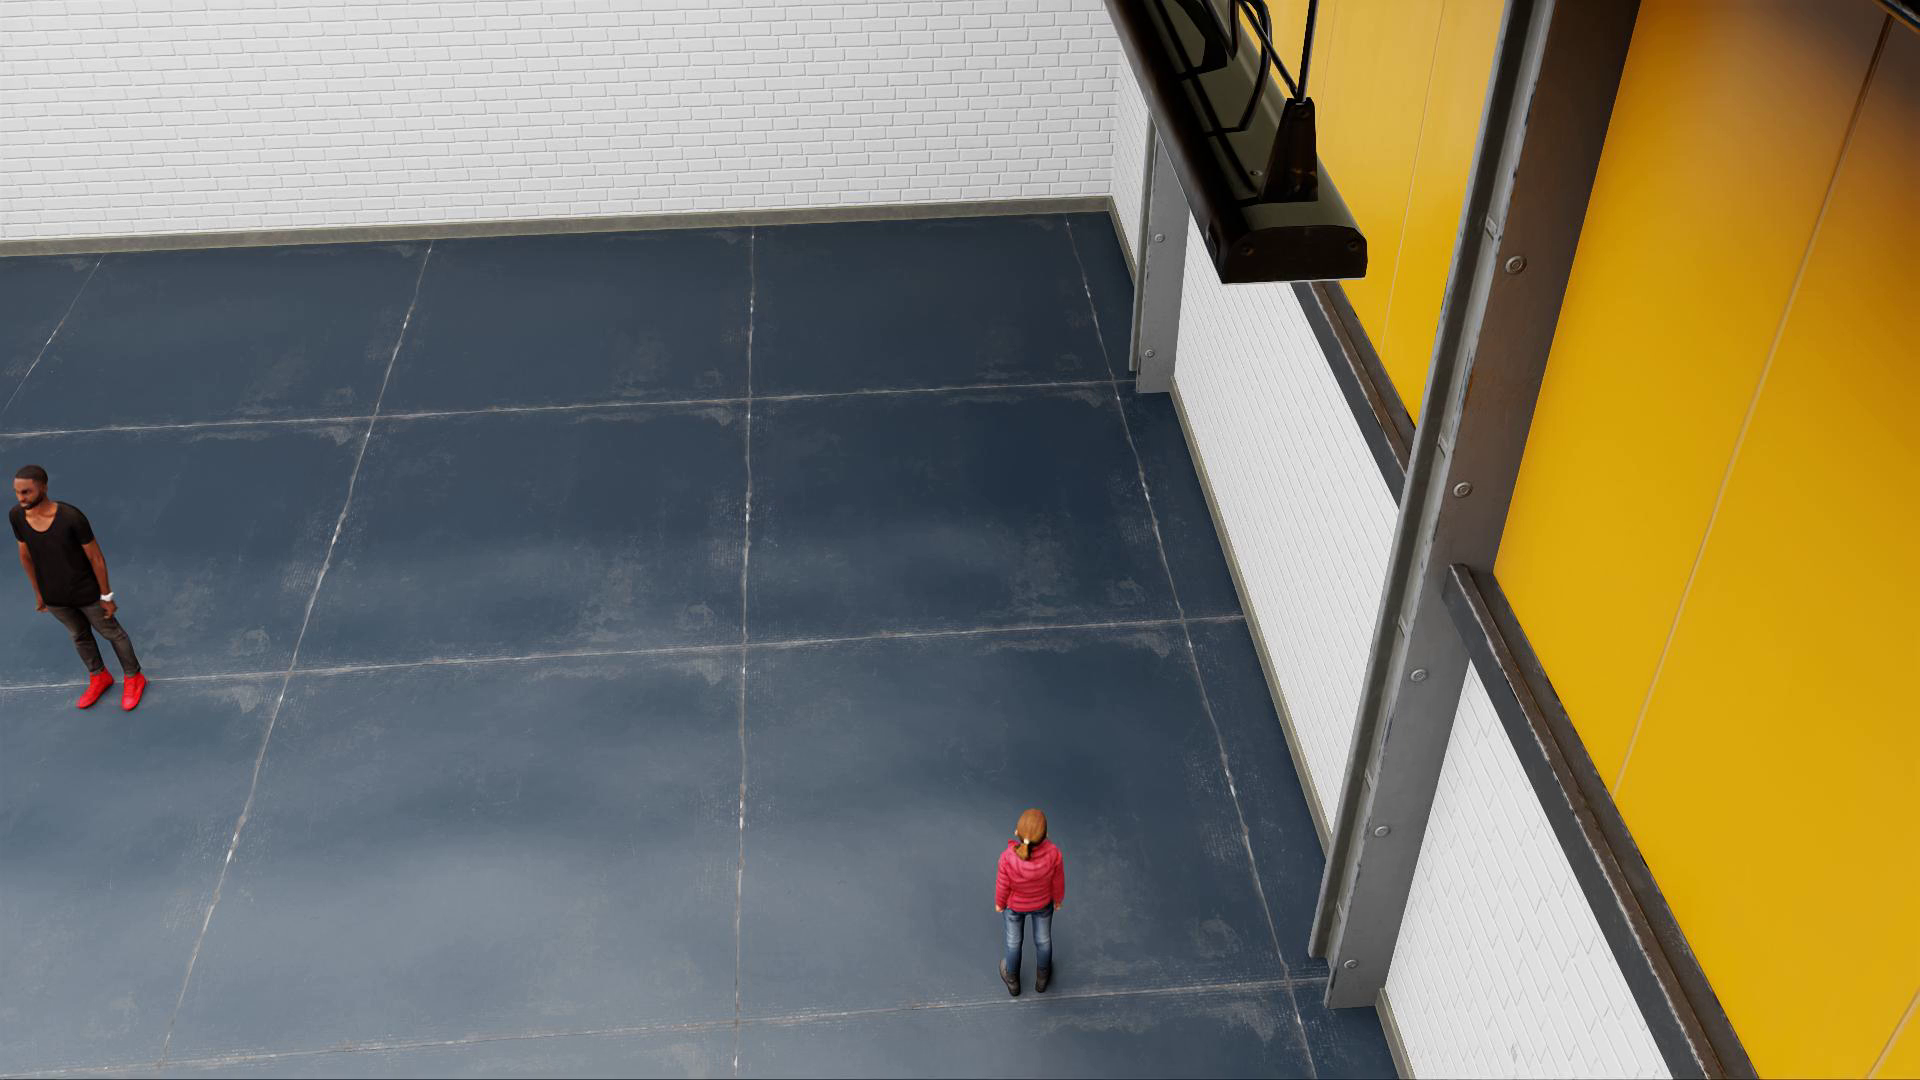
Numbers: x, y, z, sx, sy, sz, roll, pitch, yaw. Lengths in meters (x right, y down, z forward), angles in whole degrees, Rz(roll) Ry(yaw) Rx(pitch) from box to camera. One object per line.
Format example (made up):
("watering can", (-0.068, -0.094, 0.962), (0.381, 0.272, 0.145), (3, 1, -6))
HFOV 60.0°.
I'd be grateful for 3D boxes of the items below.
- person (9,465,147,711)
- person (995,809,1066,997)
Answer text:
("person", (-5.491, 0.285, 10.311), (0.675, 1.805, 0.576), (2, 39, 3))
("person", (0.361, 1.894, 8.687), (0.509, 1.317, 0.480), (-4, 39, -4))
